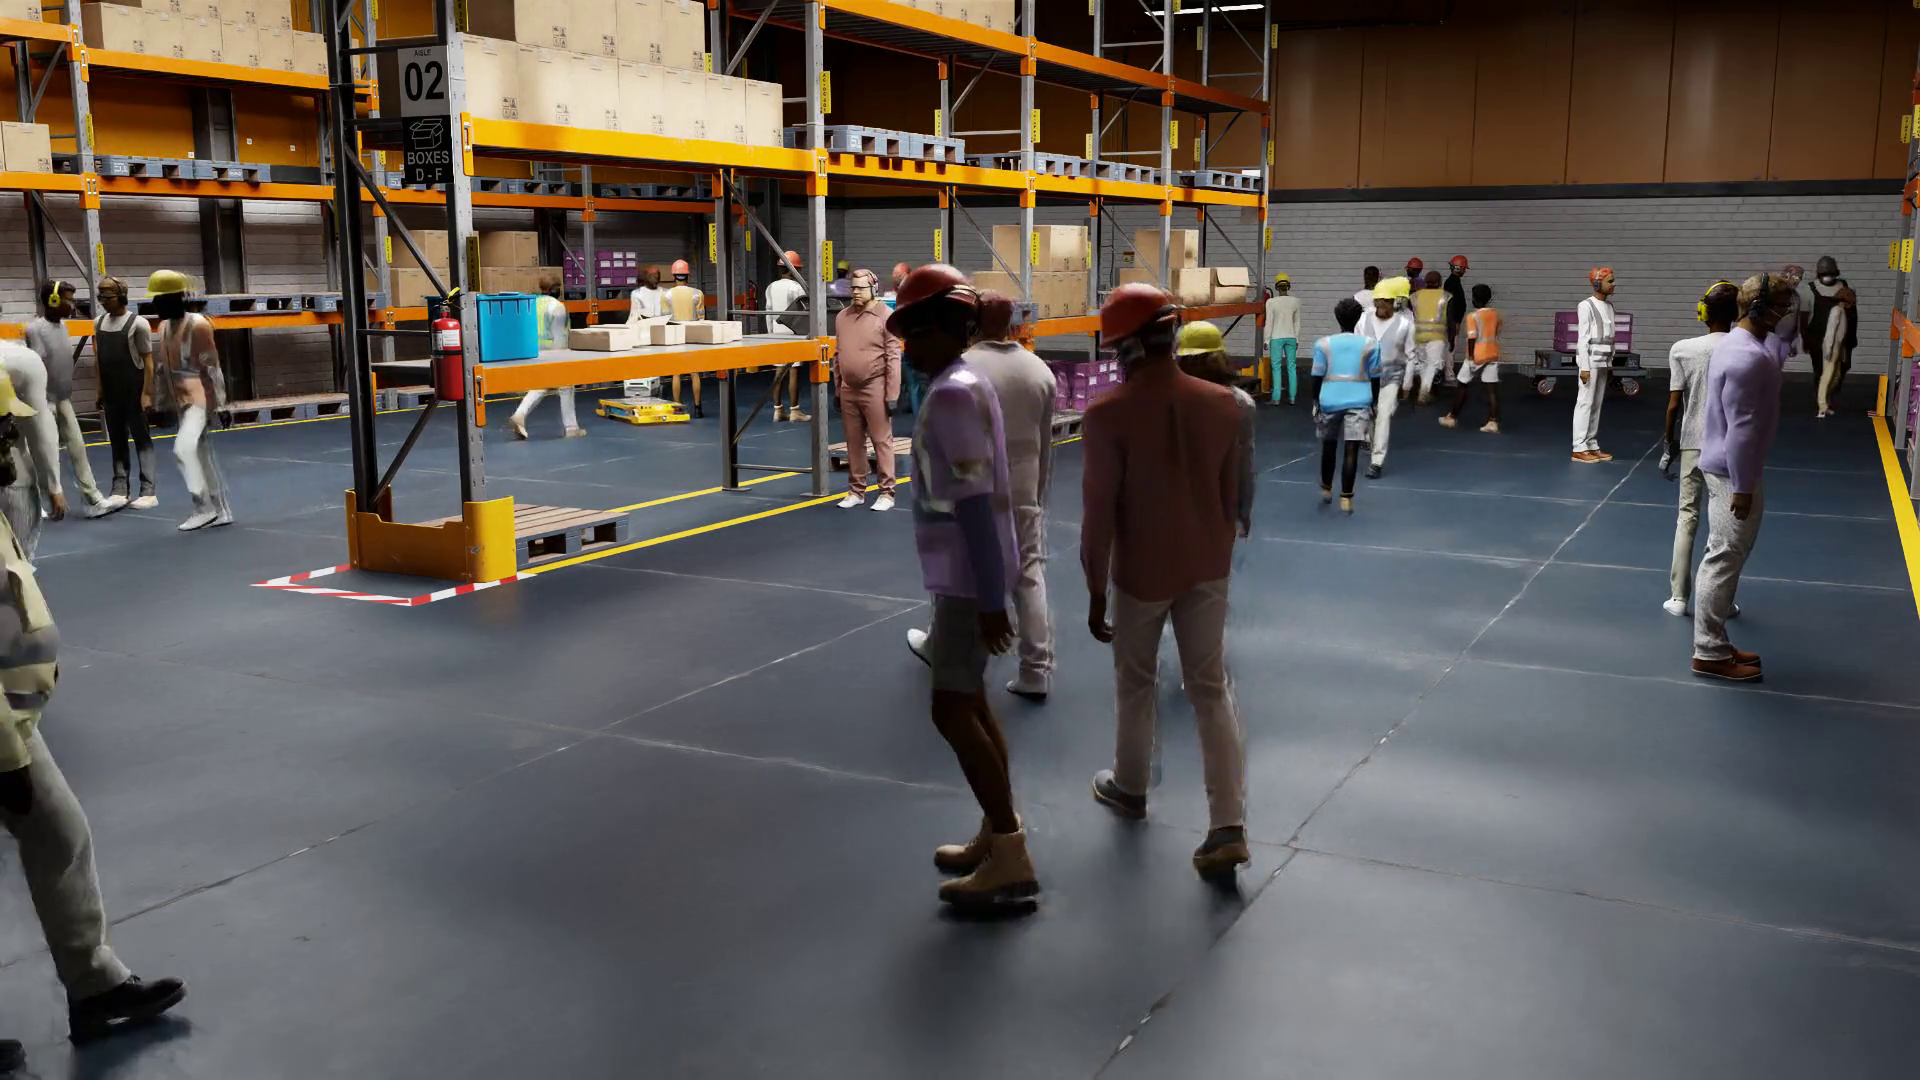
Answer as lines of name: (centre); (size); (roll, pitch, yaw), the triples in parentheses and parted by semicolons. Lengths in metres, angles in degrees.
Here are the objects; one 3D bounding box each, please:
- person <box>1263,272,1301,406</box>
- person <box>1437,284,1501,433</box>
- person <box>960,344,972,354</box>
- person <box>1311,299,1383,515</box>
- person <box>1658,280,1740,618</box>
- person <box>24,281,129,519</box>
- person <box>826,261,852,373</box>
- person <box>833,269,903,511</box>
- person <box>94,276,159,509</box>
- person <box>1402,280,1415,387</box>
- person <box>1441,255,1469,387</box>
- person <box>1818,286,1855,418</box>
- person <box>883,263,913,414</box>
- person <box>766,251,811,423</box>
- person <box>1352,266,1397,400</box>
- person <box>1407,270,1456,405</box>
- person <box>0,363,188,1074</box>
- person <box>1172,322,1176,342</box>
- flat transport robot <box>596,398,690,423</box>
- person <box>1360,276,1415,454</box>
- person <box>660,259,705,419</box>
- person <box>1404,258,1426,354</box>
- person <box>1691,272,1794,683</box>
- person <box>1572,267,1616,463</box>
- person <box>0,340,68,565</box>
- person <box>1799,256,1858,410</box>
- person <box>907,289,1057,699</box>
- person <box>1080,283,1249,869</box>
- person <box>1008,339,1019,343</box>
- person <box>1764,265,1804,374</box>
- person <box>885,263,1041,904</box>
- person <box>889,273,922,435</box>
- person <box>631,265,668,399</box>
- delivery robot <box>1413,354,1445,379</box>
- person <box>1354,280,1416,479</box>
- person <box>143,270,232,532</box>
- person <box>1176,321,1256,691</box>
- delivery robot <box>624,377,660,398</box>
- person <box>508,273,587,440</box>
person: (4.254, -2.648, 22.007); (0.526, 1.765, 0.329); (-3, 10, -18)
person: (5.840, -2.058, 18.893); (0.542, 1.661, 0.831); (-5, 11, -27)
person: (0.056, -2.302, 20.362); (0.522, 1.639, 0.309); (5, 11, 27)
person: (3.046, -1.058, 13.087); (0.545, 1.652, 0.868); (3, 10, 18)
person: (4.172, -0.497, 9.234); (0.531, 1.876, 0.322); (4, 10, 20)
person: (-6.838, -1.046, 12.598); (0.970, 1.801, 0.570); (2, 10, 12)
person: (-1.995, -3.710, 27.813); (0.600, 1.875, 0.889); (-3, 10, -17)
person: (-0.749, -1.172, 13.093); (0.636, 1.899, 0.401); (7, 12, 36)
person: (-6.622, -1.159, 13.167); (0.507, 1.840, 0.343); (2, 10, 14)
person: (6.725, -3.121, 25.216); (0.511, 1.611, 0.563); (-3, 10, -18)
person: (7.513, -3.328, 25.289); (0.386, 1.989, 0.608); (1, 10, 5)
person: (10.789, -2.313, 20.513); (0.295, 1.610, 0.618); (8, 13, 38)
person: (-0.777, -2.480, 20.666); (0.558, 1.878, 1.007); (7, 12, 34)
person: (-2.038, -2.425, 19.905); (0.610, 2.042, 0.396); (8, 12, 38)
person: (5.145, -2.464, 20.651); (0.595, 1.874, 0.776); (-2, 10, -14)
person: (6.265, -2.700, 22.204); (0.628, 1.798, 0.912); (6, 11, 31)
person: (-2.293, 0.427, 4.069); (0.778, 1.801, 0.629); (-4, 11, -24)
person: (3.141, -3.107, 25.091); (0.590, 1.609, 0.537); (-6, 11, -30)
flat transport robot: (-3.858, -1.582, 20.154); (0.652, 0.197, 1.431); (-6, 12, -32)
person: (4.254, -1.741, 16.690); (0.664, 1.783, 0.609); (-2, 10, -13)
person: (-3.375, -2.441, 20.295); (0.543, 1.941, 0.357); (-2, 10, -13)
person: (7.474, -3.677, 27.451); (0.347, 1.941, 0.550); (5, 11, 28)
person: (3.706, -0.297, 7.917); (0.361, 1.932, 0.630); (4, 11, 22)
person: (6.165, -1.692, 16.121); (0.353, 1.884, 0.577); (10, 14, 44)
person: (-4.439, -0.236, 7.580); (0.632, 1.924, 0.499); (0, 10, 1)
person: (10.939, -2.611, 20.989); (0.738, 2.000, 0.638); (2, 10, 11)
person: (0.124, -0.228, 7.731); (0.675, 1.849, 1.008); (-6, 11, -30)
person: (0.700, 0.109, 5.588); (0.627, 1.926, 1.029); (-3, 10, -17)
person: (0.815, -3.245, 24.876); (0.613, 1.965, 0.361); (1, 10, 6)
person: (10.007, -2.424, 20.403); (0.728, 1.870, 0.422); (-4, 11, -24)
person: (-0.002, 0.124, 5.297); (0.524, 1.992, 0.658); (1, 10, 5)
person: (-0.632, -2.065, 18.509); (0.574, 1.809, 0.839); (4, 11, 23)
person: (-4.267, -2.859, 22.948); (0.607, 1.864, 0.625); (-5, 11, -25)
delivery robot: (6.980, -2.650, 25.244); (0.707, 0.478, 0.477); (2, 10, 13)
person: (3.832, -1.475, 15.188); (0.585, 1.788, 0.946); (5, 11, 27)
person: (-5.597, -0.996, 12.035); (0.636, 1.897, 0.592); (7, 12, 36)
person: (1.180, -0.191, 7.921); (0.489, 1.715, 0.742); (5, 11, 26)
delivery robot: (-4.141, -2.036, 21.687); (0.477, 0.478, 0.707); (0, 10, 2)
person: (-4.508, -1.983, 18.058); (0.624, 1.811, 0.876); (8, 13, 39)
